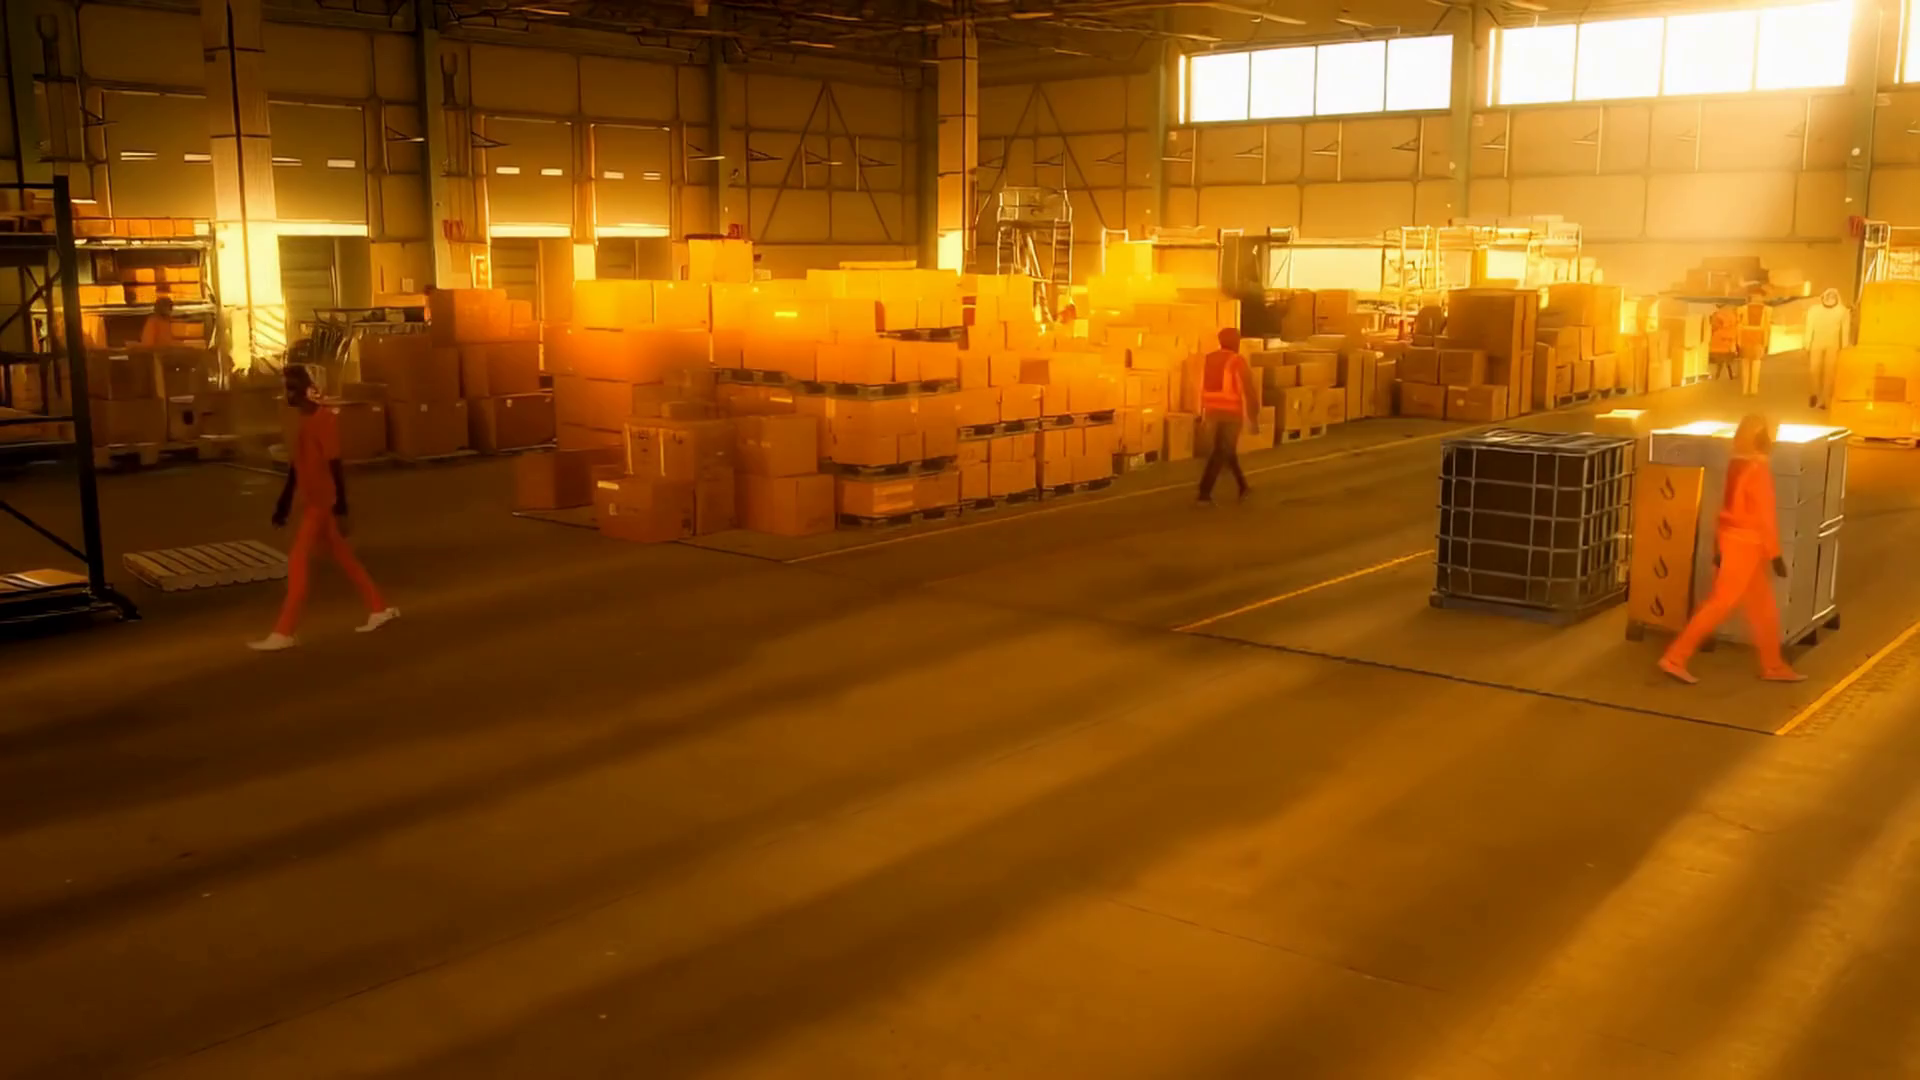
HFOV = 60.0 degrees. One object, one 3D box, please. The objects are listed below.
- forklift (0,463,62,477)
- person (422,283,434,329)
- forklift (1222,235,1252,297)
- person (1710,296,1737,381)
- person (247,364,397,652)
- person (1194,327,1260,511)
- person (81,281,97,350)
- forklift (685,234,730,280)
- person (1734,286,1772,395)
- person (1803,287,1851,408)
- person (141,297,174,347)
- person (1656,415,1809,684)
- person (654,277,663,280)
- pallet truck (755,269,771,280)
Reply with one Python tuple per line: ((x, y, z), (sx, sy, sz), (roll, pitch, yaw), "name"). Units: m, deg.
((-11.029, -2.027, 17.932), (1.129, 2.768, 1.873), (8, 13, 40), "forklift")
((-13.267, -5.583, 41.610), (0.523, 1.681, 0.544), (-7, 12, -35), "person")
((6.080, -5.330, 36.741), (1.873, 2.768, 1.129), (7, 12, 33), "forklift")
((14.692, -3.871, 31.952), (0.530, 1.646, 0.798), (-5, 11, -25), "person")
((-4.132, -0.230, 10.750), (0.992, 1.825, 0.508), (-7, 12, -36), "person")
((2.619, -1.190, 16.291), (1.003, 1.788, 0.646), (-7, 12, -34), "person")
((-17.384, -4.175, 32.988), (0.594, 1.894, 0.756), (7, 12, 36), "person")
((-5.029, -4.728, 33.312), (1.129, 2.768, 1.873), (7, 12, 35), "forklift")
((13.868, -3.496, 29.122), (0.552, 1.881, 0.997), (4, 11, 21), "person")
((13.761, -3.041, 26.414), (0.653, 1.925, 0.515), (5, 11, 26), "person")
((-10.769, -2.322, 22.473), (0.961, 1.874, 0.700), (-3, 10, -16), "person")
((4.527, 0.065, 9.676), (0.859, 1.595, 0.513), (2, 10, 12), "person")
((-6.507, -4.726, 36.021), (0.634, 1.929, 0.380), (-5, 11, -24), "person")
((-4.996, -6.432, 45.525), (1.885, 1.965, 0.823), (-6, 12, -32), "pallet truck")
